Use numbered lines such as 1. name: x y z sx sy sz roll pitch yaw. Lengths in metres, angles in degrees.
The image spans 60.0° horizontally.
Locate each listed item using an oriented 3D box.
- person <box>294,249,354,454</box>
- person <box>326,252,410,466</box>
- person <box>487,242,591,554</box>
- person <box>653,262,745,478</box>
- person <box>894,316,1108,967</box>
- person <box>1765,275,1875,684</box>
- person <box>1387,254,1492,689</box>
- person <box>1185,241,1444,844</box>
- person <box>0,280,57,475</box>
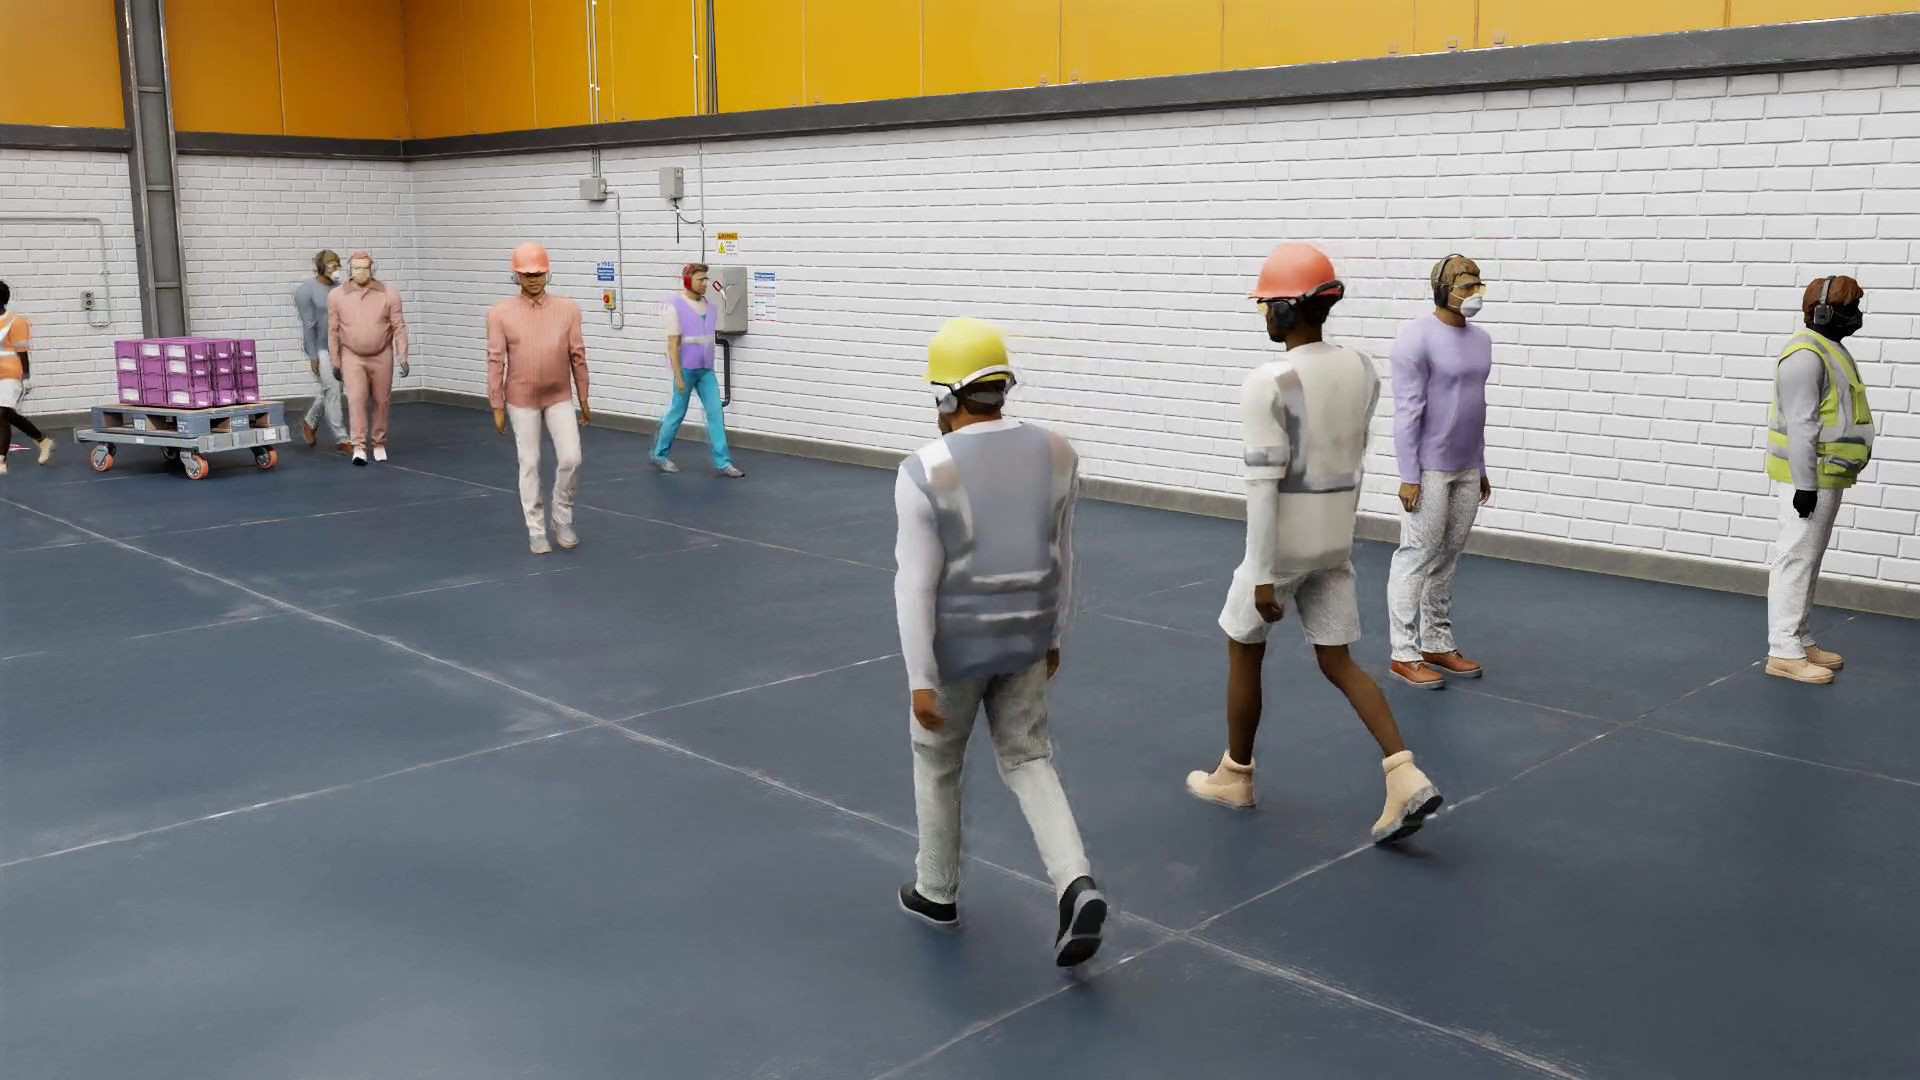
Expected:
1. person: -5.975 -1.761 15.552 0.870 1.908 0.636 6 12 28
2. person: -5.202 -1.584 14.642 0.667 1.861 0.945 -4 11 -20
3. person: -2.658 -0.884 10.533 0.661 1.974 0.462 -5 11 -25
4. person: -2.266 -1.433 14.020 0.952 1.804 0.581 8 13 36
5. person: 0.094 0.286 4.621 0.590 1.805 0.766 -5 12 -28
6. person: 3.935 -0.283 7.634 0.429 1.844 0.627 7 13 35
7. person: 2.185 -0.311 7.520 0.627 1.940 0.372 -9 13 -39
8. person: 1.192 0.014 5.574 0.610 2.011 0.952 -7 12 -32
9. person: -8.127 -1.408 14.238 0.538 1.667 0.798 4 11 22
